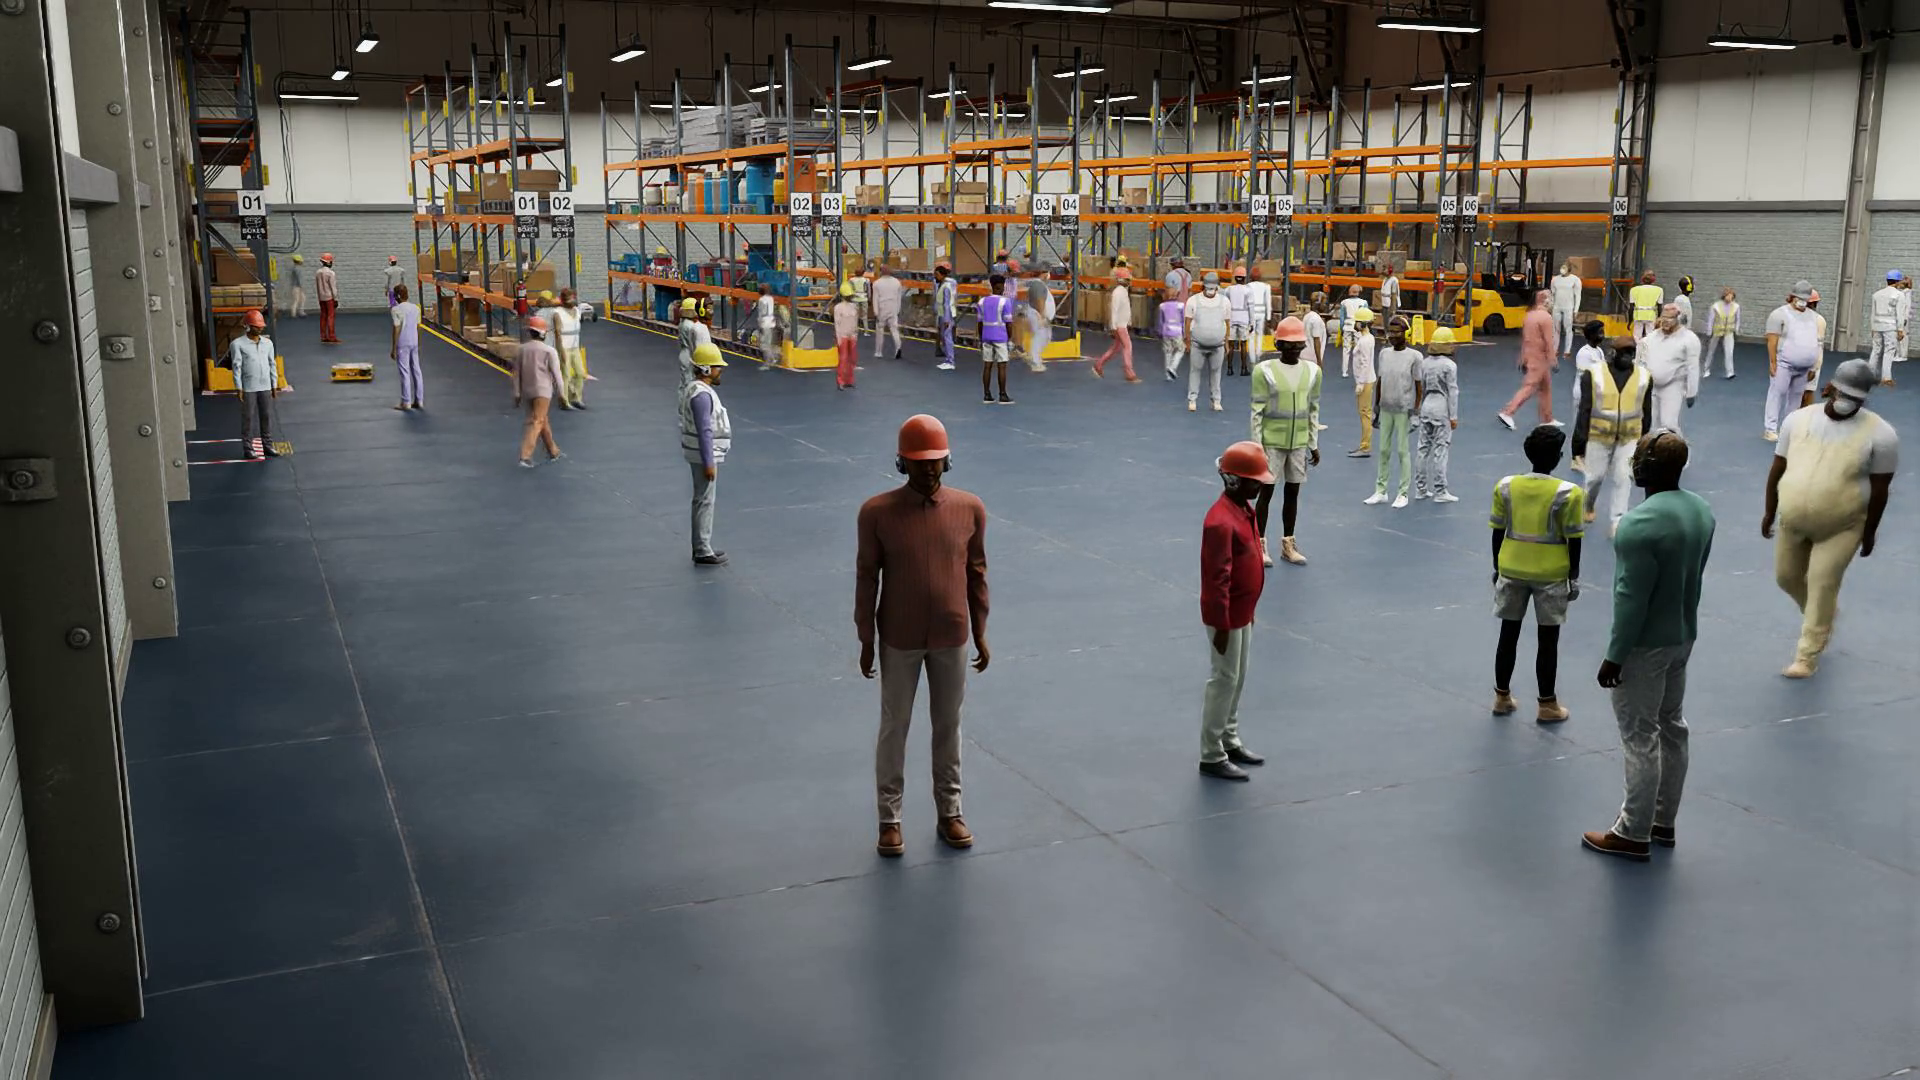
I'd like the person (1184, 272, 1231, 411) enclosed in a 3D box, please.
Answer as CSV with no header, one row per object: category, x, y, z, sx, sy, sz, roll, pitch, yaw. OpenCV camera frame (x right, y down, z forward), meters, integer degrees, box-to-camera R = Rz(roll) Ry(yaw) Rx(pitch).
person,3.623,-2.897,24.251,0.679,2.000,0.537,0,11,-2

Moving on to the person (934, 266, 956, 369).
person,-0.279,-4.121,30.846,0.410,1.905,0.603,-2,11,-10

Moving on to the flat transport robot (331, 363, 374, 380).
flat transport robot,-10.591,-2.942,28.993,0.652,0.197,1.431,-4,12,-17

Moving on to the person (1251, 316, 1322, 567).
person,2.665,-0.798,13.577,0.608,2.045,0.391,-3,11,-14

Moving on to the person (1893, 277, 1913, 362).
person,18.332,-4.286,32.337,0.310,1.638,0.523,3,12,17

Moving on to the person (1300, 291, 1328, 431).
person,4.710,-2.377,22.120,0.346,1.843,0.507,-1,11,-6

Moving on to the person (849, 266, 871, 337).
person,-2.323,-5.555,38.784,0.514,1.642,0.307,1,11,6

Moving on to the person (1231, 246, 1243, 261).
person,8.642,-8.183,51.628,0.429,1.843,0.630,-2,11,-12

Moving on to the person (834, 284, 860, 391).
person,-1.846,-3.300,27.099,0.458,1.735,0.661,9,14,37

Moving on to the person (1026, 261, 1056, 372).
person,1.476,-4.076,30.247,0.541,2.000,0.680,1,11,3

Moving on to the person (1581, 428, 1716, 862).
person,3.072,0.466,7.421,0.627,1.940,0.371,-9,14,-38

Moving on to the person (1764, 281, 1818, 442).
person,10.547,-2.257,21.003,0.672,2.000,0.536,-2,11,-12

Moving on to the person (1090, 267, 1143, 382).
person,2.696,-3.690,28.498,0.890,1.964,0.617,3,11,14

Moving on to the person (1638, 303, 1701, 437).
person,7.755,-1.653,18.309,0.415,1.891,0.656,-7,13,-30

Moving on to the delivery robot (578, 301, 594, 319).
delivery robot,-9.957,-6.101,44.086,0.477,0.478,0.707,-6,13,-28

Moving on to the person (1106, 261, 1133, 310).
person,3.629,-5.465,37.983,0.540,1.794,0.884,-5,12,-25

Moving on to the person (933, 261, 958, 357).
person,-0.282,-4.610,33.330,0.559,1.917,0.507,6,13,29

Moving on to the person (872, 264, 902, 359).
person,-1.435,-4.545,33.062,0.645,1.875,0.868,-4,12,-22

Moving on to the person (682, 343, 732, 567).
person,-2.071,-0.693,13.621,0.404,1.824,0.585,-2,11,-9

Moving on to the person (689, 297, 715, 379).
person,-3.134,-2.020,20.274,0.329,1.861,0.506,0,11,-1

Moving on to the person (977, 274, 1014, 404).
person,0.544,-3.034,25.149,0.602,1.961,0.371,8,13,34

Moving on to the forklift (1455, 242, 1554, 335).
forklift,13.047,-6.049,39.881,2.313,2.155,1.214,-5,12,-23

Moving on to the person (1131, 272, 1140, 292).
person,5.478,-8.146,51.958,0.284,1.635,0.501,8,14,34

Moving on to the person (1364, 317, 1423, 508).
person,4.271,-1.248,16.327,0.326,1.865,0.518,-11,15,-43

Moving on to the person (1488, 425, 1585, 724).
person,3.262,0.190,9.435,0.540,1.697,0.317,10,15,40

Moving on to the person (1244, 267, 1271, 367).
person,5.510,-4.191,31.268,0.609,1.862,0.679,-1,11,-3

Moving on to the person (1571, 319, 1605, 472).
person,7.031,-1.610,18.585,0.317,1.699,0.535,8,14,36

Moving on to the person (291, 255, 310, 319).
person,-17.933,-6.869,45.194,0.652,1.743,0.551,-6,13,-29

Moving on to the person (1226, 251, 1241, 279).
person,8.071,-7.647,49.009,0.610,1.786,0.895,-7,13,-30

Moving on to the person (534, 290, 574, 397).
person,-6.422,-3.046,25.898,0.754,1.694,0.484,8,14,36

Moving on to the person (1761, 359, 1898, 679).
person,5.464,-0.185,10.472,0.845,2.000,0.700,-10,15,-40

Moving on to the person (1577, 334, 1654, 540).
person,5.816,-0.930,14.811,0.638,1.823,0.660,3,11,13

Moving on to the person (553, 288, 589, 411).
person,-5.699,-2.759,24.159,0.524,1.798,0.607,5,12,26

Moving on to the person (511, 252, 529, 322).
person,-11.626,-6.716,44.158,0.667,1.858,0.343,-6,13,-30

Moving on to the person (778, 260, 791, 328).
person,-4.452,-6.176,41.768,0.456,1.703,0.662,0,11,-1
